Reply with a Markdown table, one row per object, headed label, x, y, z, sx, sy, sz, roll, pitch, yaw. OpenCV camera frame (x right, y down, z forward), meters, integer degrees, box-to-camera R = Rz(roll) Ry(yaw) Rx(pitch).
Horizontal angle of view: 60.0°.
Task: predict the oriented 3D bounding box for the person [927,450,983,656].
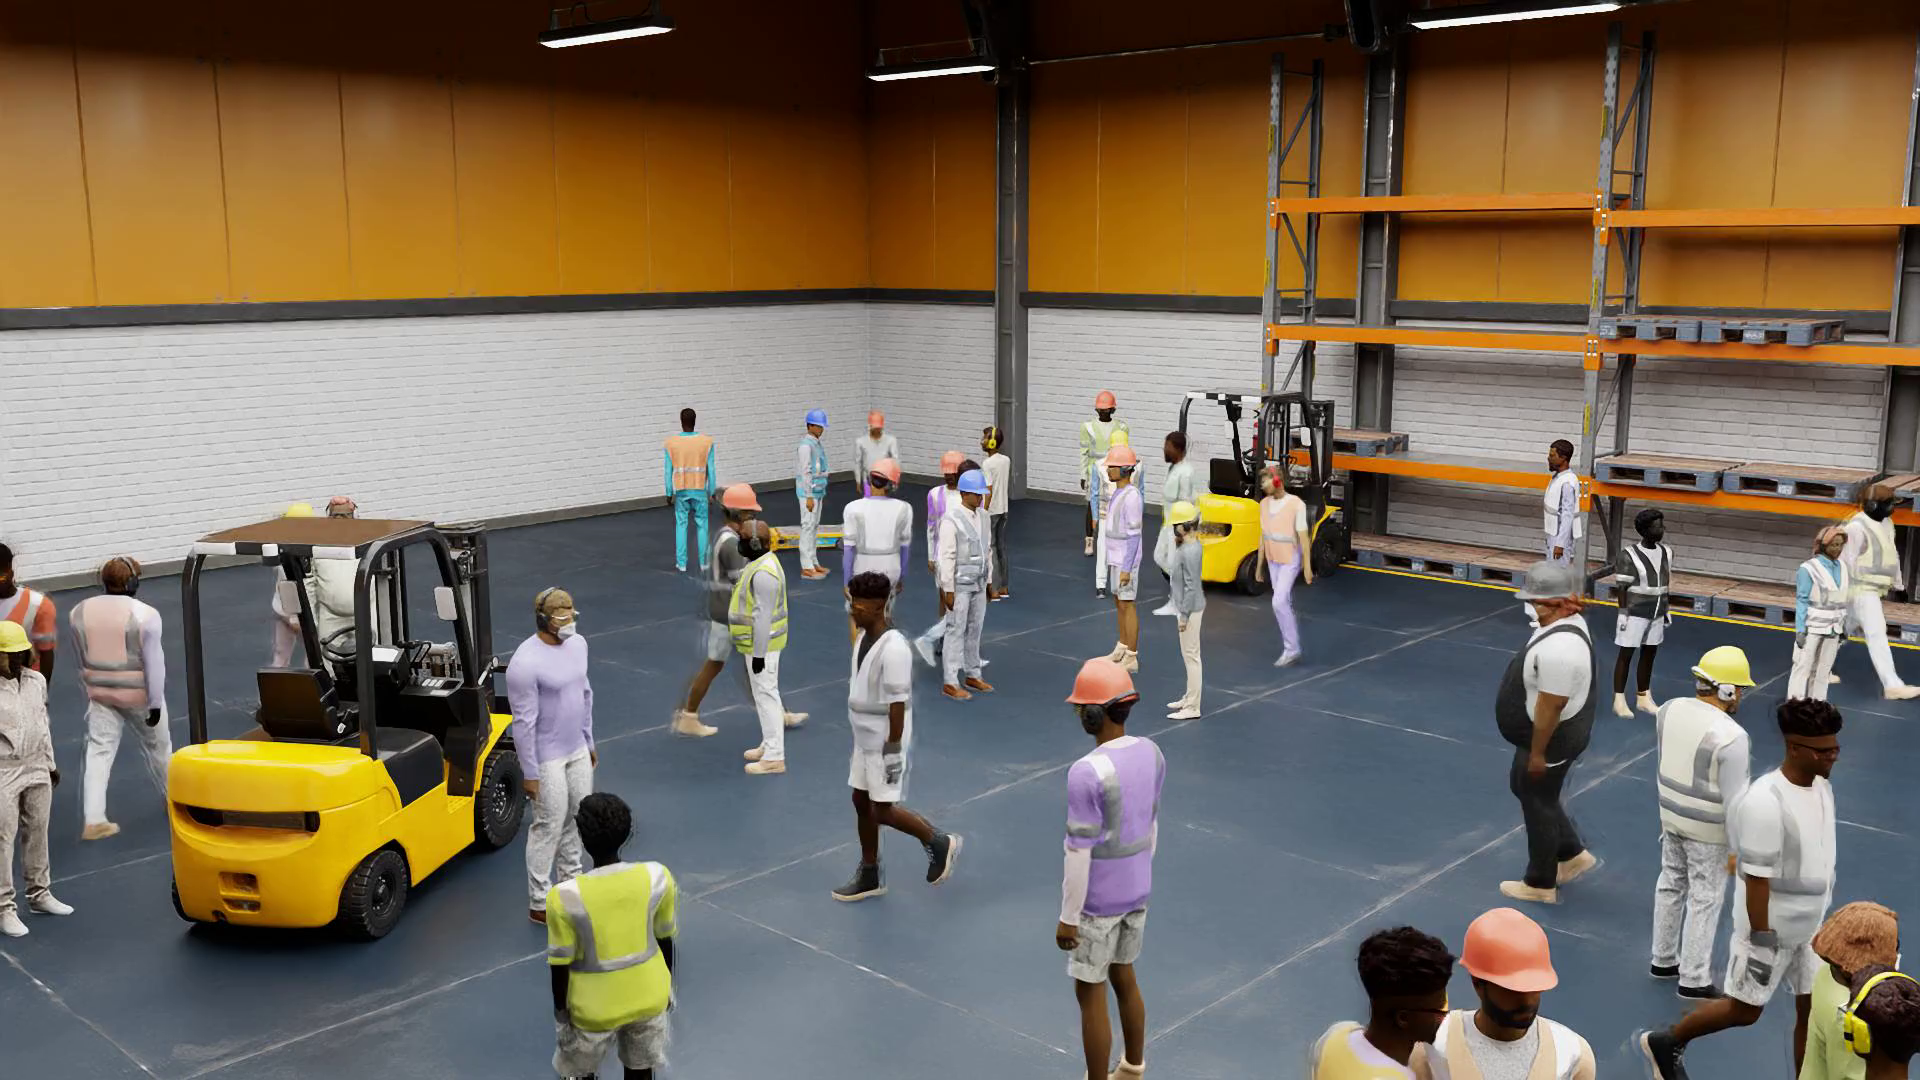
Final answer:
| label | x | y | z | sx | sy | sz | roll | pitch | yaw |
| --- | --- | --- | --- | --- | --- | --- | --- | --- | --- |
| person | -0.053 | 0.130 | 15.328 | 0.544 | 1.930 | 0.389 | 3 | 10 | 17 |

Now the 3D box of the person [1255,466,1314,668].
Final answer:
| label | x | y | z | sx | sy | sz | roll | pitch | yaw |
| --- | --- | --- | --- | --- | --- | --- | --- | --- | --- |
| person | 2.890 | 0.236 | 15.056 | 0.557 | 1.804 | 0.653 | -5 | 11 | -28 |

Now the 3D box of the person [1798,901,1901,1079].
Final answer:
| label | x | y | z | sx | sy | sz | roll | pitch | yaw |
| --- | --- | --- | --- | --- | --- | --- | --- | --- | --- |
| person | 2.948 | 1.989 | 5.599 | 0.276 | 1.627 | 0.498 | 4 | 11 | 22 |

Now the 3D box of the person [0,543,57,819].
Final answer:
| label | x | y | z | sx | sy | sz | roll | pitch | yaw |
| --- | --- | --- | --- | --- | --- | --- | --- | --- | --- |
| person | -6.160 | 0.955 | 10.682 | 0.664 | 1.906 | 0.955 | -2 | 10 | -13 |

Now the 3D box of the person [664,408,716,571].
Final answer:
| label | x | y | z | sx | sy | sz | roll | pitch | yaw |
| --- | --- | --- | --- | --- | --- | --- | --- | --- | --- |
| person | -3.153 | -0.584 | 19.450 | 0.588 | 1.911 | 0.396 | -1 | 10 | -8 |

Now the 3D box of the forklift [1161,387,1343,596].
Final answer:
| label | x | y | z | sx | sy | sz | roll | pitch | yaw |
| --- | --- | --- | --- | --- | --- | --- | --- | --- | --- |
| forklift | 3.298 | -0.608 | 18.767 | 1.214 | 2.155 | 2.313 | 9 | 13 | 42 |

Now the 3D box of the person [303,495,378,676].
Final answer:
| label | x | y | z | sx | sy | sz | roll | pitch | yaw |
| --- | --- | --- | --- | --- | --- | --- | --- | --- | --- |
| person | -4.669 | 0.601 | 12.705 | 0.651 | 1.907 | 0.409 | -3 | 10 | -16 |

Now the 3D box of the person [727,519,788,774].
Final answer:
| label | x | y | z | sx | sy | sz | roll | pitch | yaw |
| --- | --- | --- | --- | --- | --- | --- | --- | --- | --- |
| person | -1.462 | 0.757 | 12.038 | 0.429 | 1.833 | 0.624 | -2 | 10 | -10 |

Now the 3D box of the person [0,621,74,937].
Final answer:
| label | x | y | z | sx | sy | sz | roll | pitch | yaw |
| --- | --- | --- | --- | --- | --- | --- | --- | --- | --- |
| person | -5.200 | 1.297 | 9.203 | 0.300 | 1.743 | 0.493 | 3 | 10 | 18 |

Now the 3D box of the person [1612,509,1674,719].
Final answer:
| label | x | y | z | sx | sy | sz | roll | pitch | yaw |
| --- | --- | --- | --- | --- | --- | --- | --- | --- | --- |
| person | 5.496 | 0.587 | 13.372 | 0.540 | 1.700 | 0.316 | -4 | 11 | -20 |

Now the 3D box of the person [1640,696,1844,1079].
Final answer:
| label | x | y | z | sx | sy | sz | roll | pitch | yaw |
| --- | --- | --- | --- | --- | --- | --- | --- | --- | --- |
| person | 3.420 | 1.578 | 7.065 | 0.620 | 1.940 | 0.888 | -7 | 12 | -33 |

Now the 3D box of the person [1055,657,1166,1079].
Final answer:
| label | x | y | z | sx | sy | sz | roll | pitch | yaw |
| --- | --- | --- | --- | --- | --- | --- | --- | --- | --- |
| person | 0.620 | 1.510 | 7.188 | 0.409 | 2.029 | 0.617 | 8 | 13 | 38 |

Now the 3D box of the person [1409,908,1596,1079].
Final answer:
| label | x | y | z | sx | sy | sz | roll | pitch | yaw |
| --- | --- | --- | --- | --- | --- | --- | --- | --- | --- |
| person | 1.513 | 1.978 | 4.764 | 0.552 | 1.942 | 0.343 | 1 | 10 | 7 |

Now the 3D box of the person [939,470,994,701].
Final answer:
| label | x | y | z | sx | sy | sz | roll | pitch | yaw |
| --- | --- | --- | --- | --- | --- | --- | --- | --- | --- |
| person | 0.072 | 0.368 | 13.947 | 0.417 | 1.939 | 0.610 | 8 | 13 | 37 |

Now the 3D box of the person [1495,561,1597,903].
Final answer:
| label | x | y | z | sx | sy | sz | roll | pitch | yaw |
| --- | --- | --- | --- | --- | --- | --- | --- | --- | --- |
| person | 3.344 | 1.088 | 9.548 | 0.538 | 2.000 | 0.697 | 5 | 11 | 27 |

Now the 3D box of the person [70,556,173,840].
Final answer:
| label | x | y | z | sx | sy | sz | roll | pitch | yaw |
| --- | --- | --- | --- | --- | --- | --- | --- | --- | --- |
| person | -5.420 | 0.991 | 10.814 | 0.620 | 1.797 | 0.963 | 1 | 10 | 3 |

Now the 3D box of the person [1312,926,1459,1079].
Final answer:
| label | x | y | z | sx | sy | sz | roll | pitch | yaw |
| --- | --- | --- | --- | --- | --- | --- | --- | --- | --- |
| person | 1.167 | 1.998 | 4.605 | 0.404 | 1.959 | 0.656 | -1 | 10 | -8 |

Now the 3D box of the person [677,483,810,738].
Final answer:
| label | x | y | z | sx | sy | sz | roll | pitch | yaw |
| --- | --- | --- | --- | --- | --- | --- | --- | --- | --- |
| person | -1.726 | 0.553 | 12.778 | 1.032 | 1.985 | 0.601 | -1 | 10 | -6 |

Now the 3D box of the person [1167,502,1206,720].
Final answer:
| label | x | y | z | sx | sy | sz | roll | pitch | yaw |
| --- | --- | --- | --- | --- | --- | --- | --- | --- | --- |
| person | 1.808 | 0.563 | 13.348 | 0.326 | 1.760 | 0.524 | 2 | 10 | 9 |

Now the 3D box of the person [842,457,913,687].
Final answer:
| label | x | y | z | sx | sy | sz | roll | pitch | yaw |
| --- | --- | --- | --- | --- | --- | --- | --- | --- | --- |
| person | -0.704 | 0.300 | 14.122 | 0.611 | 2.007 | 0.415 | -2 | 10 | -13 |

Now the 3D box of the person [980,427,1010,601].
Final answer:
| label | x | y | z | sx | sy | sz | roll | pitch | yaw |
| --- | --- | --- | --- | --- | --- | --- | --- | --- | --- |
| person | 0.346 | -0.283 | 17.832 | 0.315 | 1.873 | 0.532 | 6 | 11 | 29 |

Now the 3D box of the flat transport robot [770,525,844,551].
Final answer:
| label | x | y | z | sx | sy | sz | roll | pitch | yaw |
| --- | --- | --- | --- | --- | --- | --- | --- | --- | --- |
| flat transport robot | -1.846 | -0.037 | 20.992 | 1.431 | 0.197 | 0.652 | -2 | 10 | -12 |

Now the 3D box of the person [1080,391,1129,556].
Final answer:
| label | x | y | z | sx | sy | sz | roll | pitch | yaw |
| --- | --- | --- | --- | --- | --- | --- | --- | --- | --- |
| person | 1.772 | -0.811 | 20.364 | 0.609 | 2.040 | 0.395 | -1 | 10 | -4 |

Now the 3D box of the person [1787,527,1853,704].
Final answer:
| label | x | y | z | sx | sy | sz | roll | pitch | yaw |
| --- | --- | --- | --- | --- | --- | --- | --- | --- | --- |
| person | 6.665 | 0.704 | 12.879 | 0.517 | 1.639 | 0.314 | -4 | 11 | -21 |

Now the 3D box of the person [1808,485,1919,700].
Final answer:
| label | x | y | z | sx | sy | sz | roll | pitch | yaw |
| --- | --- | --- | --- | --- | --- | --- | --- | --- | --- |
| person | 7.699 | 0.416 | 14.108 | 0.624 | 1.793 | 1.000 | -9 | 14 | -42 |

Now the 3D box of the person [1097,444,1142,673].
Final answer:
| label | x | y | z | sx | sy | sz | roll | pitch | yaw |
| --- | --- | --- | --- | --- | --- | --- | --- | --- | --- |
| person | 1.423 | 0.170 | 14.763 | 0.378 | 2.045 | 0.605 | -1 | 10 | -6 |

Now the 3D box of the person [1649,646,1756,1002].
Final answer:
| label | x | y | z | sx | sy | sz | roll | pitch | yaw |
| --- | --- | --- | --- | --- | --- | --- | --- | --- | --- |
| person | 3.719 | 1.417 | 8.324 | 0.403 | 1.817 | 0.605 | -3 | 10 | -15 |

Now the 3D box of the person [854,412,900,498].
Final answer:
| label | x | y | z | sx | sy | sz | roll | pitch | yaw |
| --- | --- | --- | --- | --- | --- | --- | --- | --- | --- |
| person | -1.039 | -0.760 | 21.037 | 0.556 | 1.691 | 0.930 | -2 | 10 | -10 |

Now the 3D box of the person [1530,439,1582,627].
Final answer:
| label | x | y | z | sx | sy | sz | roll | pitch | yaw |
| --- | --- | --- | --- | --- | --- | --- | --- | --- | --- |
| person | 5.861 | -0.028 | 16.261 | 0.392 | 1.917 | 0.592 | 2 | 10 | 9 |

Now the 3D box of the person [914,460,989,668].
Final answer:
| label | x | y | z | sx | sy | sz | roll | pitch | yaw |
| --- | --- | --- | --- | --- | --- | --- | --- | --- | --- |
| person | -0.077 | 0.240 | 14.796 | 0.652 | 1.897 | 0.599 | -2 | 10 | -12 |

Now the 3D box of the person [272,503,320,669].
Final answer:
| label | x | y | z | sx | sy | sz | roll | pitch | yaw |
| --- | --- | --- | --- | --- | --- | --- | --- | --- | --- |
| person | -5.291 | 0.564 | 13.370 | 0.620 | 1.732 | 0.545 | -6 | 12 | -31 |

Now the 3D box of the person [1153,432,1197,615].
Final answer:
| label | x | y | z | sx | sy | sz | roll | pitch | yaw |
| --- | --- | --- | --- | --- | --- | --- | --- | --- | --- |
| person | 2.210 | -0.163 | 17.041 | 0.440 | 1.908 | 0.613 | -1 | 10 | -5 |

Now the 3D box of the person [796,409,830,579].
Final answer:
| label | x | y | z | sx | sy | sz | roll | pitch | yaw |
| --- | --- | --- | --- | --- | --- | --- | --- | --- | --- |
| person | -1.680 | -0.532 | 19.059 | 0.402 | 1.941 | 0.602 | 1 | 10 | 7 |

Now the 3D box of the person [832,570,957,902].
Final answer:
| label | x | y | z | sx | sy | sz | roll | pitch | yaw |
| --- | --- | --- | --- | --- | --- | --- | --- | --- | --- |
| person | -0.408 | 1.127 | 9.595 | 0.646 | 1.949 | 0.638 | -5 | 11 | -25 |

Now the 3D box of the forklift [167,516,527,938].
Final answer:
| label | x | y | z | sx | sy | sz | roll | pitch | yaw |
| --- | --- | --- | --- | --- | --- | --- | --- | --- | --- |
| forklift | -3.583 | 0.976 | 9.748 | 1.214 | 2.155 | 2.313 | 2 | 10 | 11 |

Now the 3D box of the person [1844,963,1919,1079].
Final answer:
| label | x | y | z | sx | sy | sz | roll | pitch | yaw |
| --- | --- | --- | --- | --- | --- | --- | --- | --- | --- |
| person | 2.454 | 2.063 | 4.526 | 0.510 | 1.861 | 0.324 | -2 | 10 | -11 |

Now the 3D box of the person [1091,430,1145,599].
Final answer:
| label | x | y | z | sx | sy | sz | roll | pitch | yaw |
| --- | --- | --- | --- | --- | --- | --- | --- | --- | --- |
| person | 1.702 | -0.277 | 17.911 | 0.591 | 1.833 | 0.404 | -1 | 10 | -5 |

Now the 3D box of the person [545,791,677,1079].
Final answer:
| label | x | y | z | sx | sy | sz | roll | pitch | yaw |
| --- | --- | --- | --- | --- | --- | --- | --- | --- | --- |
| person | -1.332 | 1.809 | 6.464 | 0.542 | 1.688 | 0.390 | -6 | 12 | -30 |

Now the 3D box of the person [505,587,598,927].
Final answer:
| label | x | y | z | sx | sy | sz | roll | pitch | yaw |
| --- | --- | --- | --- | --- | --- | --- | --- | --- | --- |
| person | -2.252 | 1.200 | 9.251 | 0.367 | 1.926 | 0.637 | 4 | 11 | 21 |
